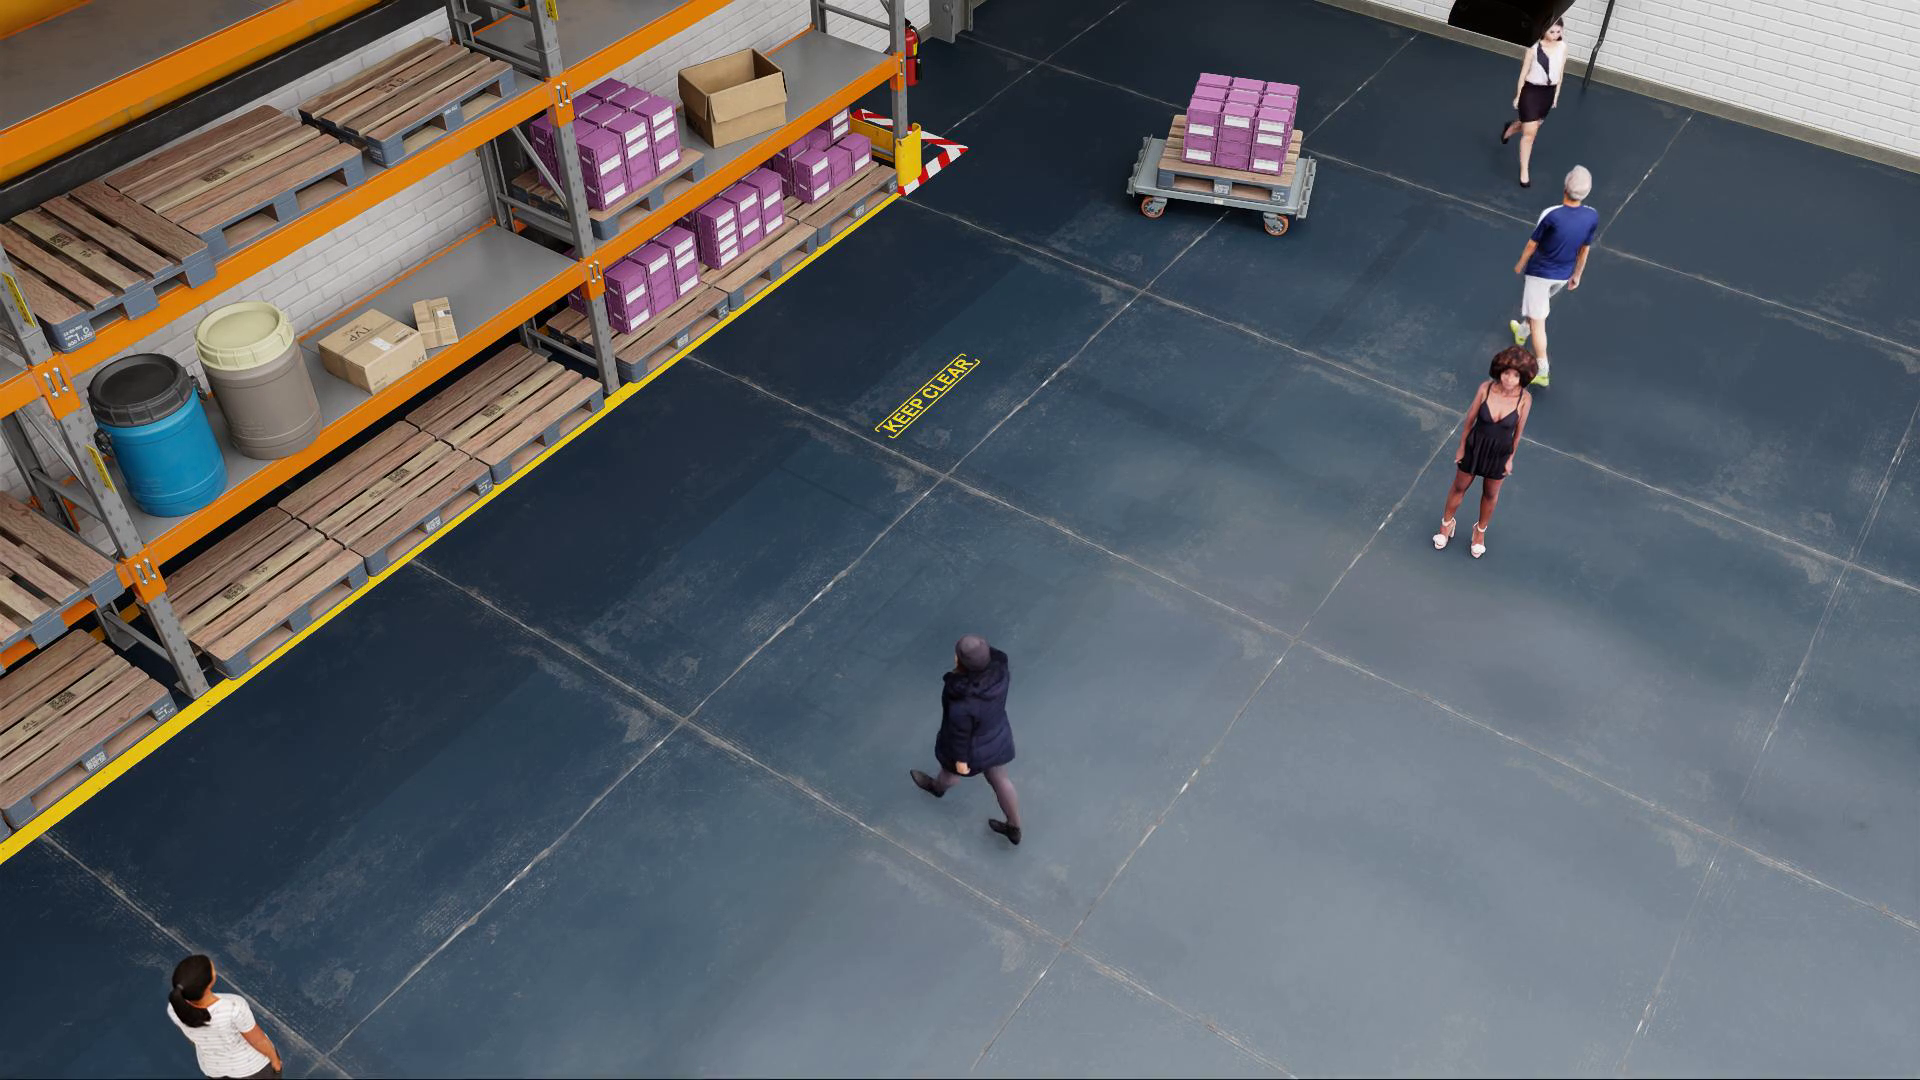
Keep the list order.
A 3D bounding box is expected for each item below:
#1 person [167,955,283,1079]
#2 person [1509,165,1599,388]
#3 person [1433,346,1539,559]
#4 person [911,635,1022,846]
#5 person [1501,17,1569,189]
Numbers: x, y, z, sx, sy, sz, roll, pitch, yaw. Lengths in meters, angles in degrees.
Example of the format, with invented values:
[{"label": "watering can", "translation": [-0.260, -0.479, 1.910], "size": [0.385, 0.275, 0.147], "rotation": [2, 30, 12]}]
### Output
[{"label": "person", "translation": [-3.654, 2.615, 8.393], "size": [0.643, 1.643, 0.666], "rotation": [3, 44, 3]}, {"label": "person", "translation": [4.699, -2.061, 13.188], "size": [1.173, 1.799, 1.197], "rotation": [-9, 44, -9]}, {"label": "person", "translation": [3.700, -0.614, 11.678], "size": [0.602, 1.787, 0.604], "rotation": [15, 46, 15]}, {"label": "person", "translation": [0.164, 1.216, 9.873], "size": [0.775, 1.626, 1.019], "rotation": [30, 51, 27]}, {"label": "person", "translation": [5.347, -4.148, 15.505], "size": [0.973, 1.625, 1.041], "rotation": [-6, 44, -6]}]
